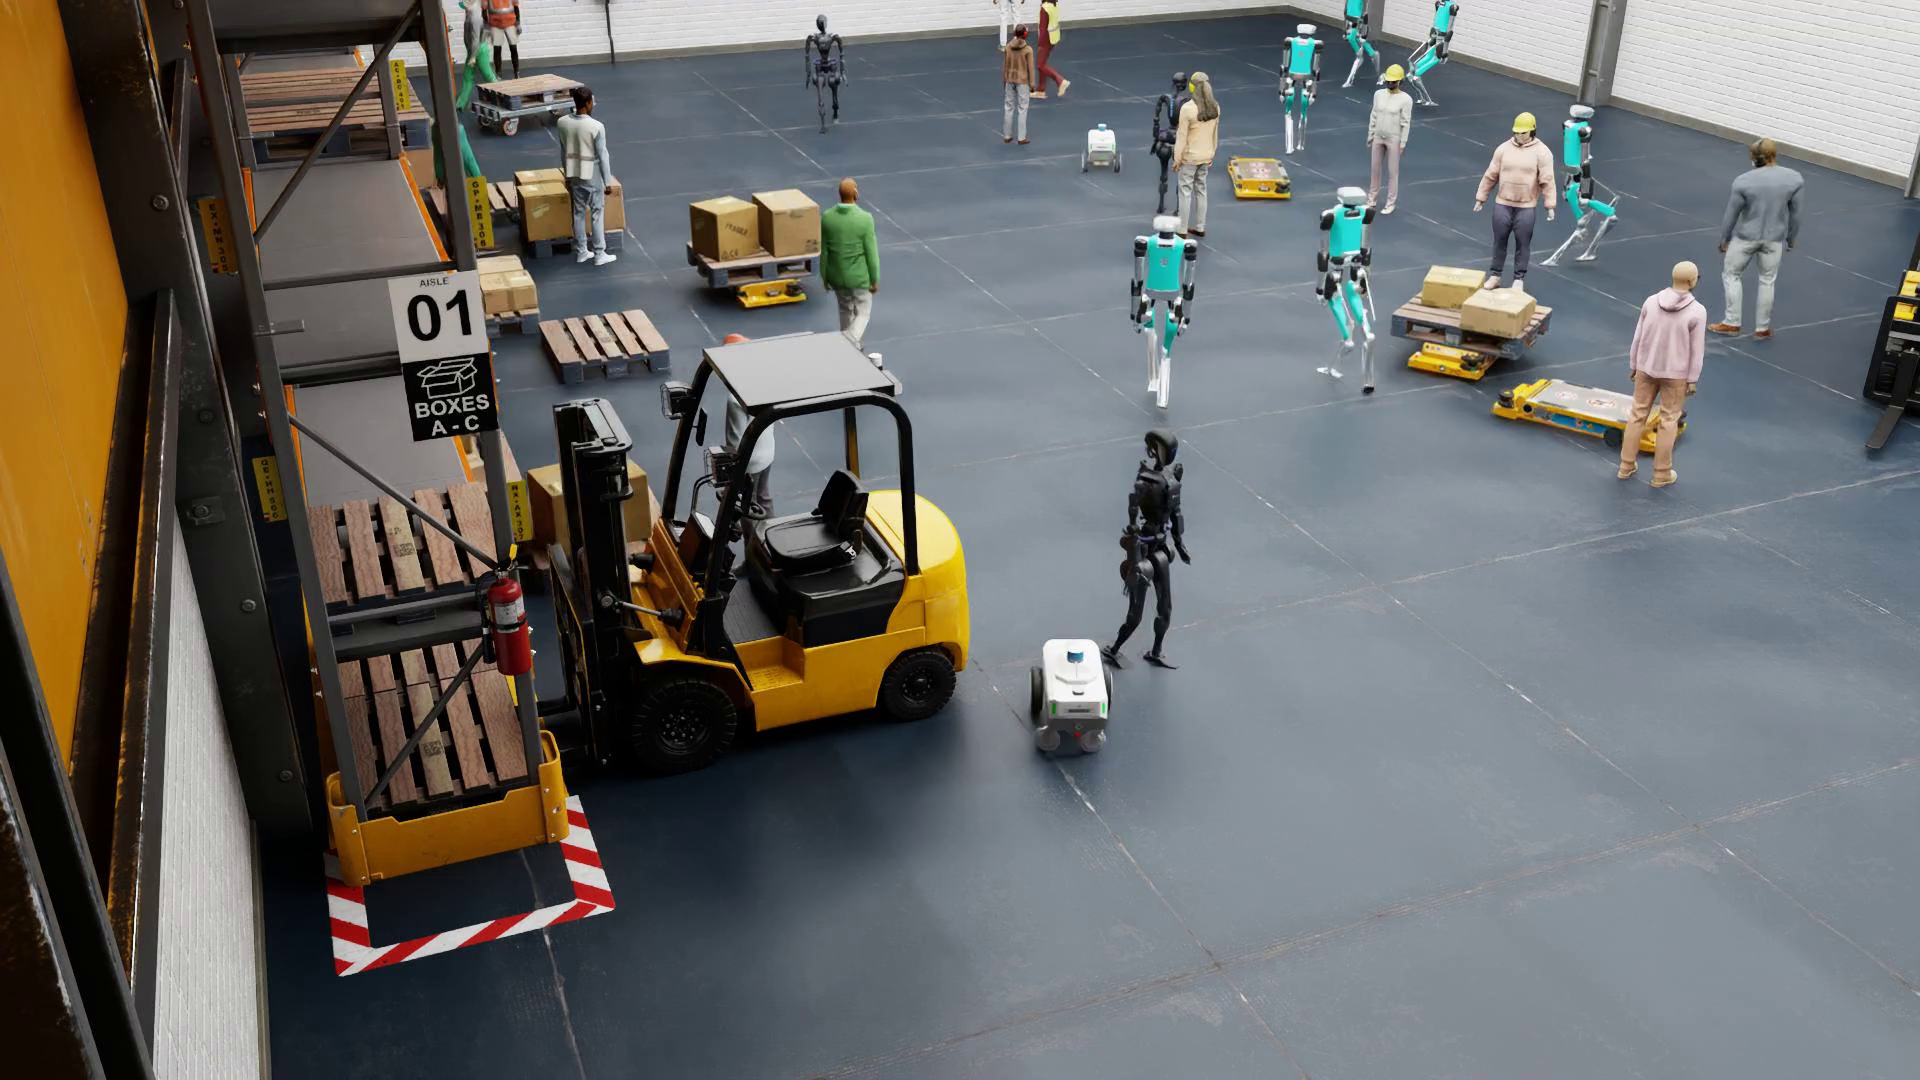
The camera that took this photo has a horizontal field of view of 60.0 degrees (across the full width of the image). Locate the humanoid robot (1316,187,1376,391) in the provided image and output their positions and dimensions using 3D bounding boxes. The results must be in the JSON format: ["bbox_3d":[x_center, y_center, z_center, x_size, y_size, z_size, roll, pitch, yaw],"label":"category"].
[{"bbox_3d":[3.514,-2.137,14.688,0.543,1.830,0.841,-10,28,-19],"label":"humanoid robot"}]

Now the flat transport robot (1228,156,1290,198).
[{"bbox_3d":[3.800,-4.616,21.168,0.659,0.231,1.431,2,27,3],"label":"flat transport robot"}]

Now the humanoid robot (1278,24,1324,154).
[{"bbox_3d":[4.607,-6.046,22.490,0.553,1.888,0.796,9,28,16],"label":"humanoid robot"}]

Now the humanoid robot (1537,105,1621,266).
[{"bbox_3d":[6.770,-3.757,17.845,0.840,1.796,0.548,-2,27,-5],"label":"humanoid robot"}]

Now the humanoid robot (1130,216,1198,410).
[{"bbox_3d":[1.734,-1.981,14.280,0.542,1.735,0.968,4,27,8],"label":"humanoid robot"}]

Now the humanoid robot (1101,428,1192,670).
[{"bbox_3d":[1.164,0.058,10.327,0.483,1.647,0.601,20,33,34],"label":"humanoid robot"}]

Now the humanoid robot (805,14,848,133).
[{"bbox_3d":[-1.907,-6.700,23.818,0.615,1.644,0.799,0,27,0],"label":"humanoid robot"}]

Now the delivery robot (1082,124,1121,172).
[{"bbox_3d":[1.868,-5.164,21.961,0.499,0.614,0.815,1,27,3],"label":"delivery robot"}]

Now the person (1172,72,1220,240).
[{"bbox_3d":[2.677,-4.340,18.848,0.566,1.868,0.402,-16,31,-29],"label":"person"}]

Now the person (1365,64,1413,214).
[{"bbox_3d":[5.096,-4.777,19.833,0.337,1.761,0.523,-24,35,-39],"label":"person"}]

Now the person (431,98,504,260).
[{"bbox_3d":[-5.431,-3.965,18.153,0.687,1.818,0.470,-13,29,-24],"label":"person"}]

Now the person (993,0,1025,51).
[{"bbox_3d":[0.865,-9.569,29.224,0.583,1.881,0.337,-5,27,-9],"label":"person"}]

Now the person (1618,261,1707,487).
[{"bbox_3d":[5.425,-1.275,12.837,0.536,1.781,0.399,22,34,36],"label":"person"}]

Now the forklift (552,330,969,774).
[{"bbox_3d":[-1.094,0.010,9.831,2.313,2.155,1.214,-10,28,-20],"label":"forklift"}]

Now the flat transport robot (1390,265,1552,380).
[{"bbox_3d":[4.791,-1.859,15.684,0.659,0.231,1.431,17,31,30],"label":"flat transport robot"}]

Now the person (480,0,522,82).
[{"bbox_3d":[-7.289,-8.222,26.475,0.601,1.956,0.389,-9,28,-18],"label":"person"}]

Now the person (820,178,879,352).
[{"bbox_3d":[-1.007,-2.395,15.096,0.554,1.760,0.764,8,28,16],"label":"person"}]

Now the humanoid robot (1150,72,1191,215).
[{"bbox_3d":[2.542,-4.730,19.833,0.609,1.651,0.337,15,30,27],"label":"humanoid robot"}]

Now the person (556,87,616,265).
[{"bbox_3d":[-4.030,-3.918,17.964,0.595,1.907,0.408,11,29,20],"label":"person"}]

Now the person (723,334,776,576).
[{"bbox_3d":[-1.476,-0.588,11.517,0.350,1.741,0.568,8,28,16],"label":"person"}]

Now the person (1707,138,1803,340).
[{"bbox_3d":[7.601,-2.843,15.842,0.687,1.902,0.396,4,27,7],"label":"person"}]

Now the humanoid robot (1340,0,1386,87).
[{"bbox_3d":[6.528,-8.098,26.501,0.915,1.788,0.553,-13,30,-25],"label":"humanoid robot"}]

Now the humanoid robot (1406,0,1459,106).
[{"bbox_3d":[6.955,-7.322,24.768,0.735,1.677,0.533,-7,27,-13],"label":"humanoid robot"}]

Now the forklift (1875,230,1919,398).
[{"bbox_3d":[9.029,-2.397,14.618,1.214,2.155,2.313,18,32,32],"label":"forklift"}]

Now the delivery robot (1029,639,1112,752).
[{"bbox_3d":[0.674,0.888,9.904,0.501,0.597,0.768,0,27,-1],"label":"delivery robot"}]

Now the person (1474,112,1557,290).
[{"bbox_3d":[5.738,-3.482,17.149,0.819,1.856,0.427,15,31,28],"label":"person"}]

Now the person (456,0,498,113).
[{"bbox_3d":[-7.265,-7.230,24.671,0.928,1.790,0.545,-13,29,-24],"label":"person"}]

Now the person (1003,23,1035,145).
[{"bbox_3d":[0.804,-6.294,22.974,0.478,1.640,0.339,11,29,22],"label":"person"}]

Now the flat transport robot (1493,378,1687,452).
[{"bbox_3d":[5.349,-1.078,14.132,1.431,0.231,0.659,20,33,34],"label":"flat transport robot"}]

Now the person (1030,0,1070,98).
[{"bbox_3d":[1.372,-7.660,25.576,0.601,1.746,0.471,8,28,15],"label":"person"}]

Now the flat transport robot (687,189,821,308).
[{"bbox_3d":[-2.150,-2.758,17.473,0.659,0.231,1.431,-11,29,-21],"label":"flat transport robot"}]
